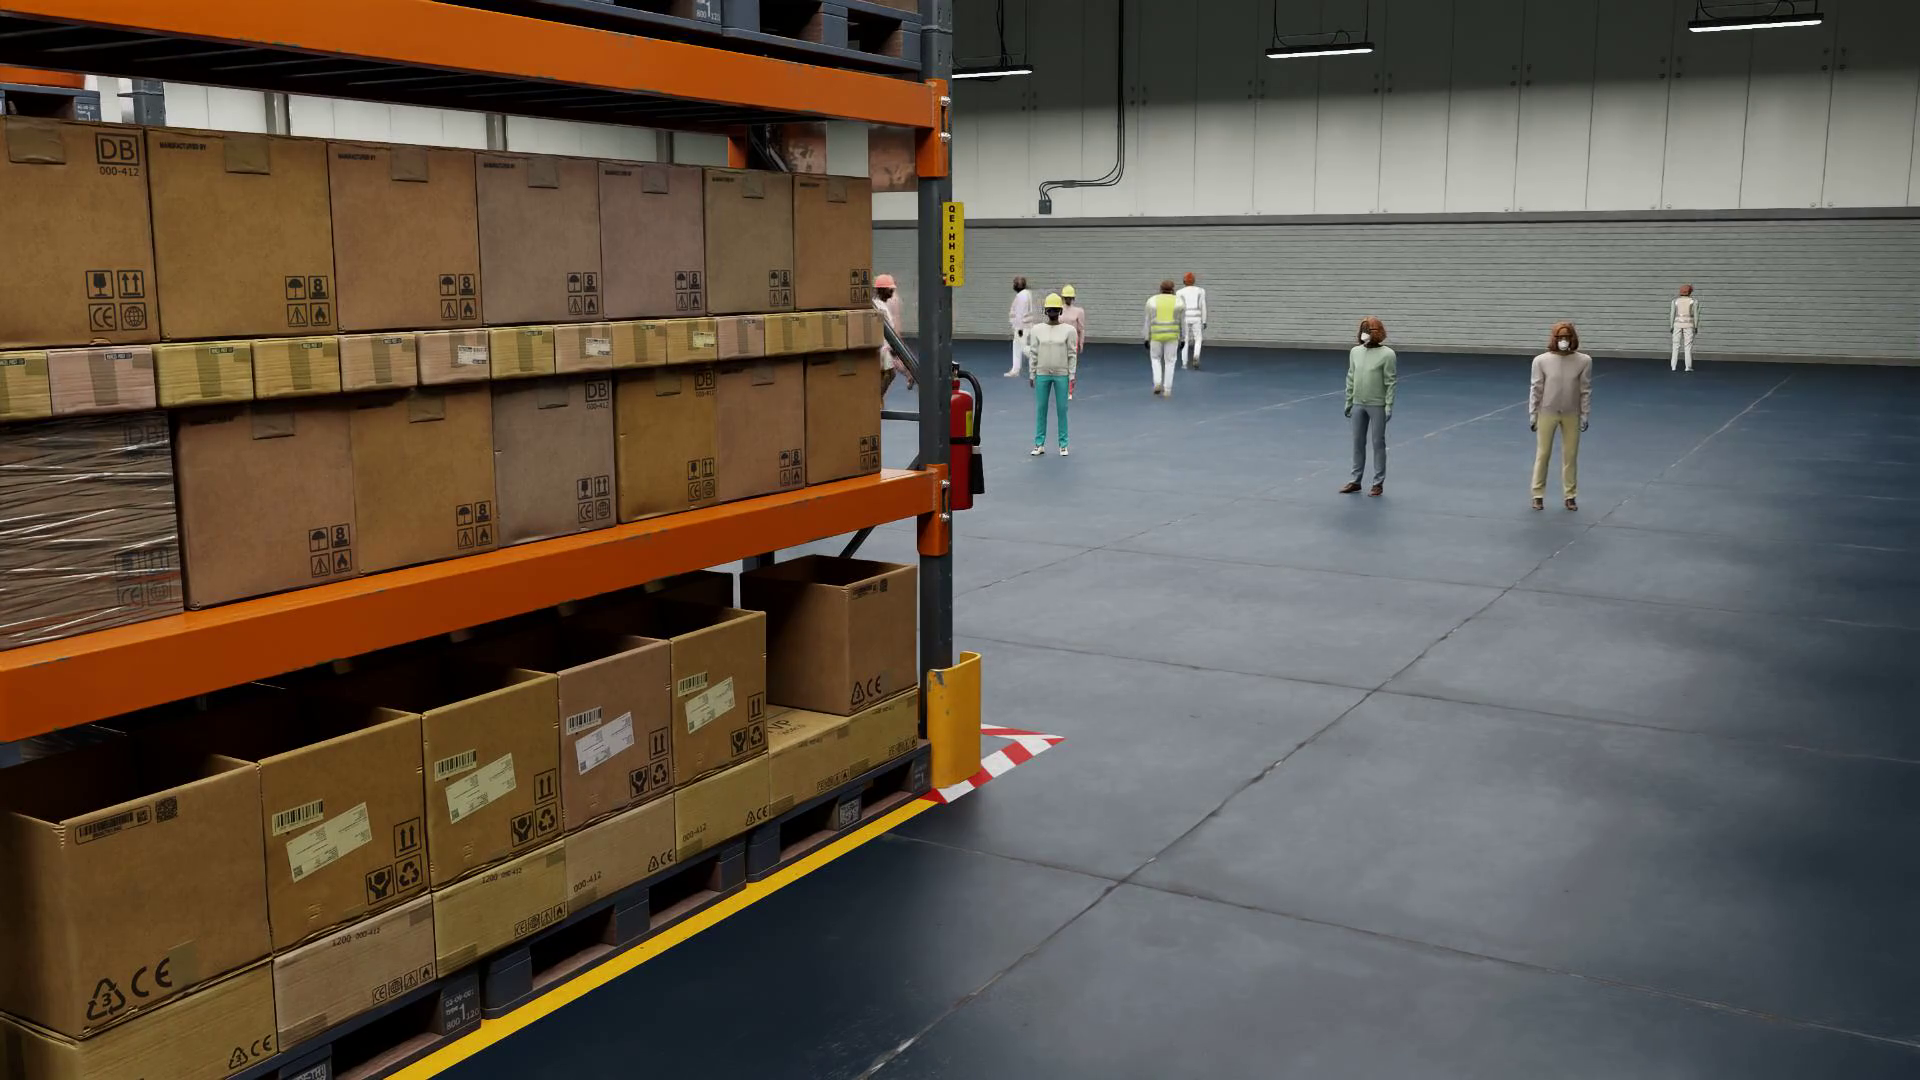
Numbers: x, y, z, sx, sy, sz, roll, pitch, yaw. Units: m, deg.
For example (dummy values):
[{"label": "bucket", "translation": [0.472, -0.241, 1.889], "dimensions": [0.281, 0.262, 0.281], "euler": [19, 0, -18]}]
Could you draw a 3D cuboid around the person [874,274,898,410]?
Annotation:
[{"label": "person", "translation": [-1.031, -2.612, 22.453], "dimensions": [0.490, 1.923, 0.539], "euler": [1, 10, 8]}]

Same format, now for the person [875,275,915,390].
[{"label": "person", "translation": [-1.115, -3.255, 26.370], "dimensions": [0.729, 1.884, 0.650], "euler": [-6, 11, -30]}]

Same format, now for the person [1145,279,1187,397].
[{"label": "person", "translation": [3.199, -3.138, 25.843], "dimensions": [0.650, 1.822, 0.519], "euler": [1, 10, 8]}]

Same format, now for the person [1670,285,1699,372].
[{"label": "person", "translation": [13.672, -3.996, 31.412], "dimensions": [0.514, 1.639, 0.311], "euler": [7, 12, 37]}]

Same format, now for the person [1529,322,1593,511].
[{"label": "person", "translation": [5.133, -1.056, 14.244], "dimensions": [0.503, 1.623, 0.298], "euler": [2, 10, 13]}]

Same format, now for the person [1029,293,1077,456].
[{"label": "person", "translation": [1.011, -1.798, 18.163], "dimensions": [0.526, 1.772, 0.307], "euler": [2, 10, 11]}]

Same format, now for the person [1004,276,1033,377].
[{"label": "person", "translation": [1.189, -3.831, 29.917], "dimensions": [0.743, 1.827, 0.638], "euler": [1, 10, 6]}]

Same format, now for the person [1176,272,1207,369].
[{"label": "person", "translation": [4.434, -4.210, 31.970], "dimensions": [0.633, 1.871, 0.620], "euler": [1, 10, 5]}]

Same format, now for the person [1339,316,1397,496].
[{"label": "person", "translation": [3.724, -1.215, 15.141], "dimensions": [0.284, 1.634, 0.498], "euler": [-9, 13, -41]}]

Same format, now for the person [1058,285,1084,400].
[{"label": "person", "translation": [1.639, -3.024, 25.431], "dimensions": [0.532, 1.745, 0.787], "euler": [2, 10, 11]}]
